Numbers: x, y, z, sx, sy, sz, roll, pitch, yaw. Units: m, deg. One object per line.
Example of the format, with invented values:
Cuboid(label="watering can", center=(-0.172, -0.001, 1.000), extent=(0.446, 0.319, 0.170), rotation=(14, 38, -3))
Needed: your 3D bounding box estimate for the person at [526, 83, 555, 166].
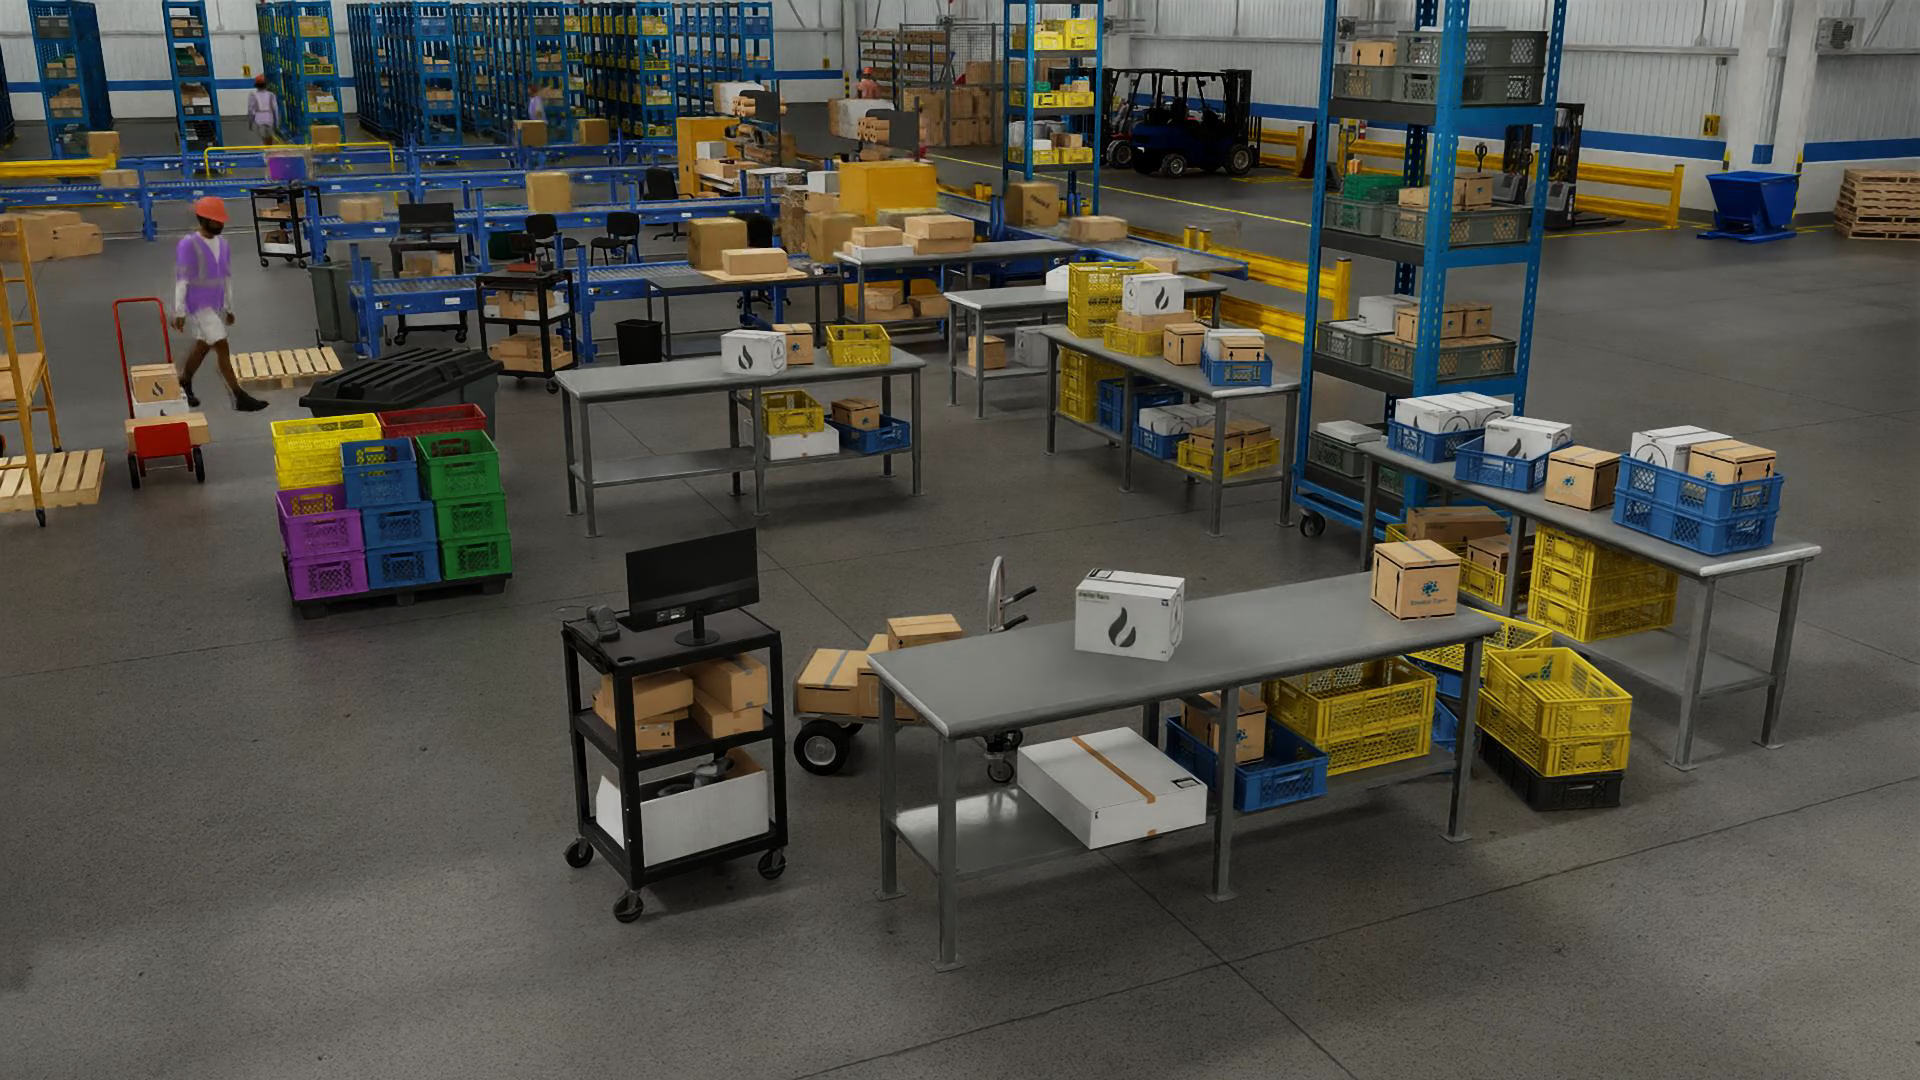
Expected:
Cuboid(label="person", center=(-9.527, -9.375, 37.577), extent=(0.576, 1.825, 0.582), rotation=(-10, 20, -28))

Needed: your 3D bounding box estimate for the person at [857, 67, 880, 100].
Cuboid(label="person", center=(-2.433, -11.457, 43.900), extent=(0.622, 1.975, 0.648), rotation=(2, 18, 7))

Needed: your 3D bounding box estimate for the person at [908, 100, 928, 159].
Cuboid(label="person", center=(-0.790, -7.584, 32.050), extent=(0.424, 1.750, 0.552), rotation=(10, 20, 29))

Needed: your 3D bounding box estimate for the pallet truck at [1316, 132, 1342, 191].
Cuboid(label="pallet truck", center=(7.723, -7.504, 32.656), extent=(1.601, 1.201, 0.680), rotation=(-8, 19, -23))

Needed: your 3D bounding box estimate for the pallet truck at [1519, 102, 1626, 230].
Cuboid(label="pallet truck", center=(9.972, -6.037, 26.785), extent=(1.885, 1.965, 0.823), rotation=(-9, 20, -25))

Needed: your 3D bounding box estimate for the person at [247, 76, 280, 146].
Cuboid(label="person", center=(-15.697, -9.432, 37.501), extent=(0.627, 1.992, 1.042), rotation=(-12, 21, -33))

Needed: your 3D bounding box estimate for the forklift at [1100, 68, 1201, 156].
Cuboid(label="forklift", center=(4.082, -9.564, 37.410), extent=(2.680, 1.987, 1.157), rotation=(-8, 19, -23))

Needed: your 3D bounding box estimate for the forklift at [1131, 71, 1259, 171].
Cuboid(label="forklift", center=(4.998, -8.936, 35.413), extent=(2.680, 1.987, 1.157), rotation=(-9, 20, -25))

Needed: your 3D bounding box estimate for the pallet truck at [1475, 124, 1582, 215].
Cuboid(label="pallet truck", center=(9.707, -6.455, 28.103), extent=(1.885, 1.965, 0.823), rotation=(-7, 19, -20))

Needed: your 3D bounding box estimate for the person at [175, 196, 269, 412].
Cuboid(label="person", center=(-6.579, -2.046, 14.433), extent=(0.982, 1.875, 0.578), rotation=(4, 18, 11))

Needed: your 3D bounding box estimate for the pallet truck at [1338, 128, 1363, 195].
Cuboid(label="pallet truck", center=(7.845, -7.140, 31.411), extent=(1.522, 1.261, 0.704), rotation=(-9, 20, -25))

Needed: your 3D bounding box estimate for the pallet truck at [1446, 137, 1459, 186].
Cuboid(label="pallet truck", center=(9.184, -6.485, 29.328), extent=(1.630, 1.274, 0.653), rotation=(-8, 19, -23))
